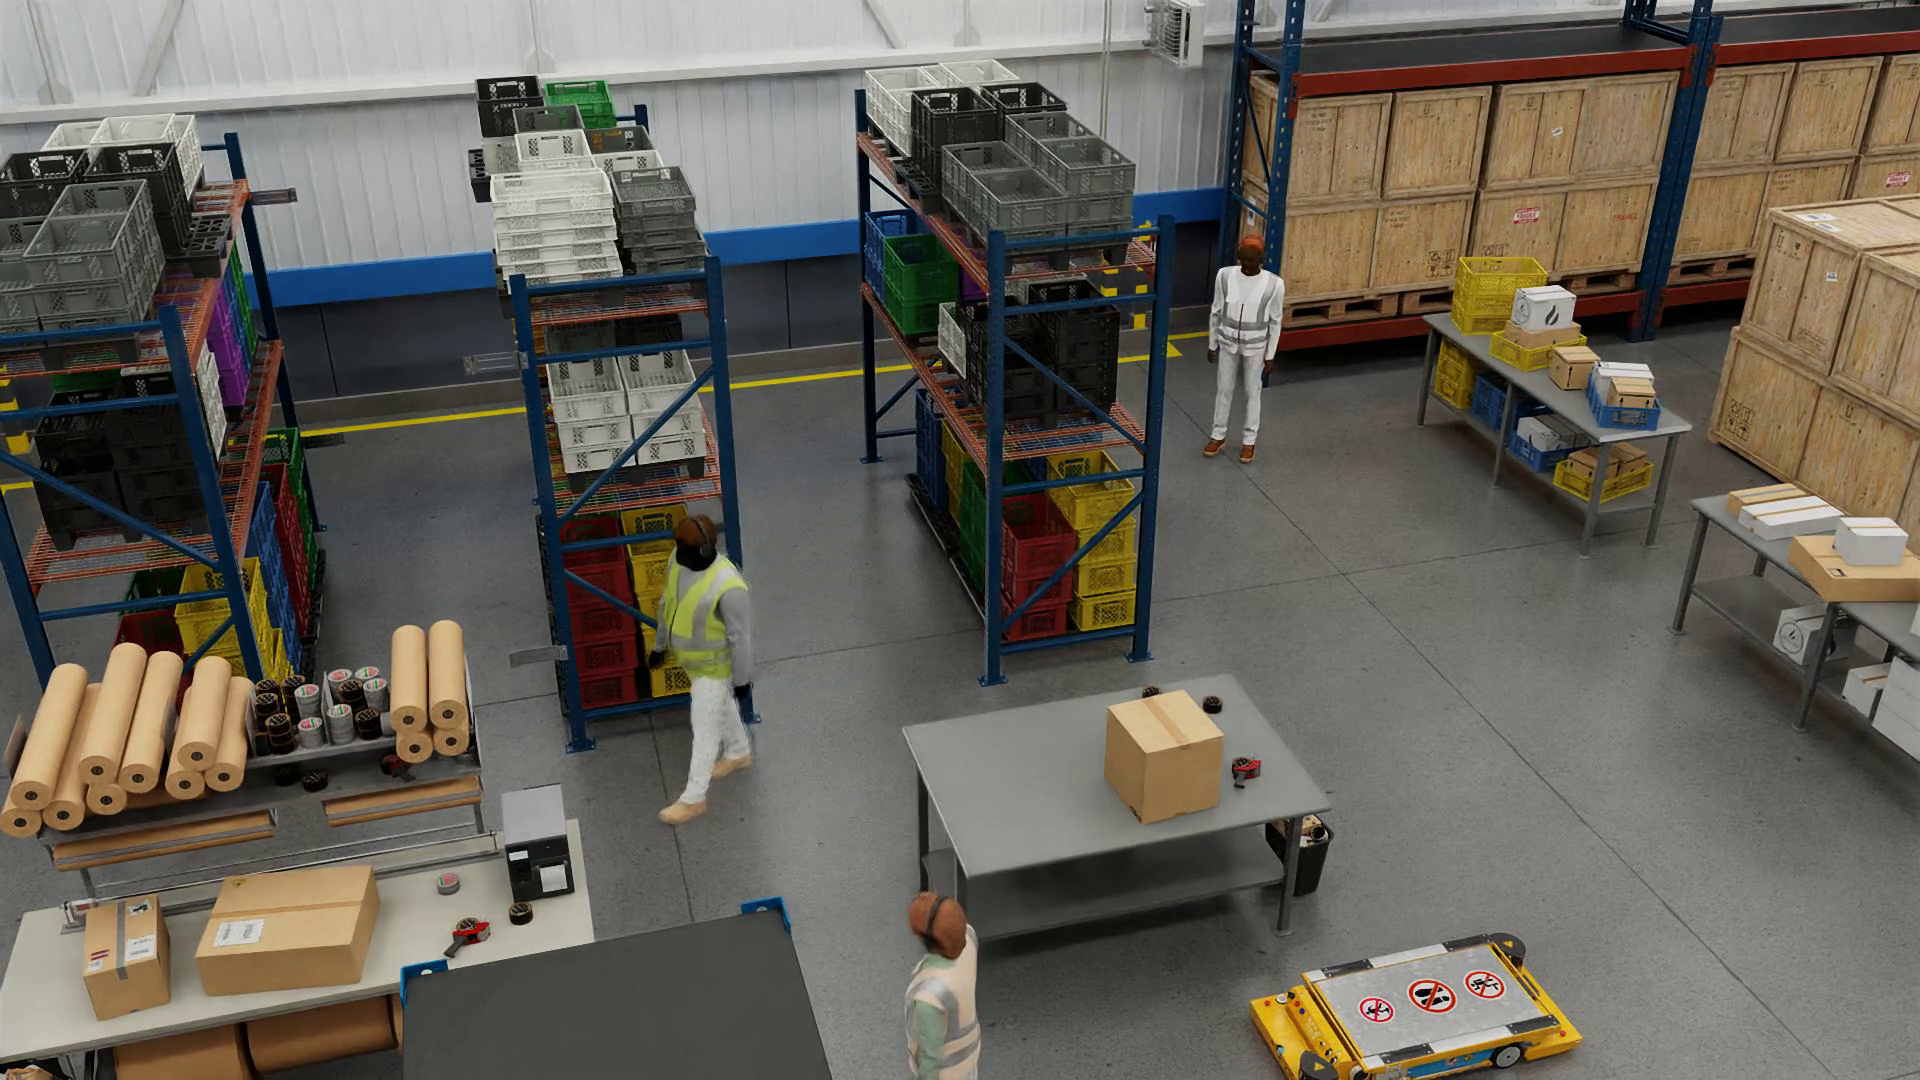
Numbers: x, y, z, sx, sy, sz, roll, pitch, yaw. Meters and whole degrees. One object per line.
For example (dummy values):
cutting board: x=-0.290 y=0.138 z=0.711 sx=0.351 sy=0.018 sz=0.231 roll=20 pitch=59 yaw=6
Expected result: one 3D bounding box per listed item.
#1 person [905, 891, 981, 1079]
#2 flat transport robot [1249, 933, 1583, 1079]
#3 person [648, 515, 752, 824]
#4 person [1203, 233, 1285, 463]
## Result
person: x=-0.065 y=2.120 z=6.863 sx=0.310 sy=1.638 sz=0.522 roll=9 pitch=30 yaw=16
flat transport robot: x=2.184 y=2.282 z=7.980 sx=1.431 sy=0.197 sz=0.652 roll=-8 pitch=30 yaw=-14
person: x=-1.470 y=0.674 z=9.330 sx=0.652 sy=1.830 sz=0.631 roll=-21 pitch=35 yaw=-33
person: x=2.249 y=-1.530 z=13.257 sx=0.576 sy=1.882 sz=0.355 roll=12 pitch=31 yaw=21
